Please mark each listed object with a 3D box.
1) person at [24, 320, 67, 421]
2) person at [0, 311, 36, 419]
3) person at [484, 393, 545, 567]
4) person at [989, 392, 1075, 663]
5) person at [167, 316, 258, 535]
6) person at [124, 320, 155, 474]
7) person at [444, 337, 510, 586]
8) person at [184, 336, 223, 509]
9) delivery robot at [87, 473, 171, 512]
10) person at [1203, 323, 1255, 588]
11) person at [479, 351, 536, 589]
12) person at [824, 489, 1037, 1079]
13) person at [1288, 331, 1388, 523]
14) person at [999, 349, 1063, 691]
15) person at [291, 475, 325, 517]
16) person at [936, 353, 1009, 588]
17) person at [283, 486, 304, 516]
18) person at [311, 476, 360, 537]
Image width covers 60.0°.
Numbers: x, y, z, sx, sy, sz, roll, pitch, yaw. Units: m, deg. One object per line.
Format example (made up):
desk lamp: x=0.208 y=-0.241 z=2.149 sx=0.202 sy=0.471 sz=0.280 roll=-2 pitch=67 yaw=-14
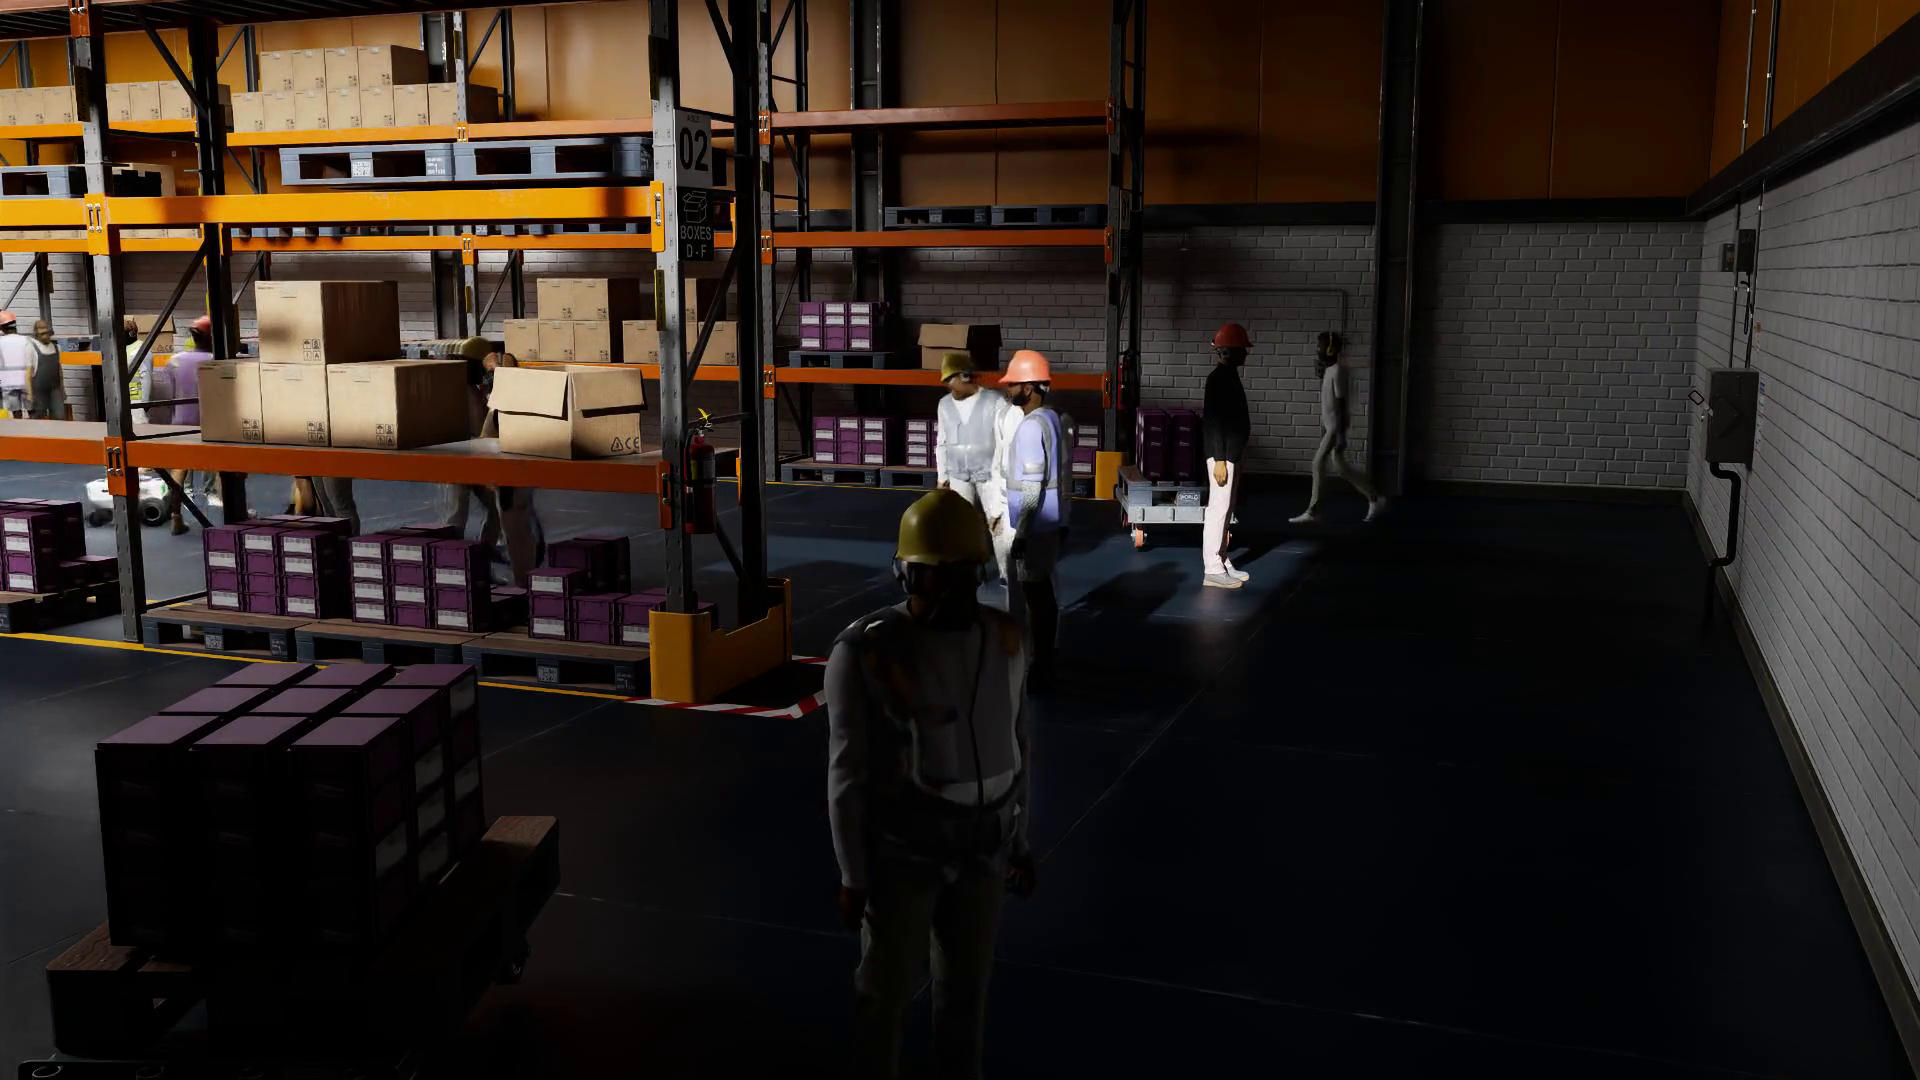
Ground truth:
person: x=-11.892 y=-1.957 z=21.540 sx=0.863 sy=1.803 sz=0.561 roll=5 pitch=10 yaw=28
person: x=-12.150 y=-2.002 z=21.470 sx=0.603 sy=1.897 sz=0.494 roll=-4 pitch=10 yaw=-26
person: x=-3.636 y=-0.639 z=13.418 sx=0.529 sy=1.743 sz=0.786 roll=-7 pitch=11 yaw=-37
person: x=0.428 y=-0.170 z=10.045 sx=0.581 sy=1.879 sz=0.351 roll=8 pitch=12 yaw=39
person: x=-6.956 y=-1.060 z=15.347 sx=0.637 sy=1.977 sz=0.869 roll=0 pitch=9 yaw=2
person: x=-9.842 y=-1.698 z=19.786 sx=0.624 sy=1.837 sz=0.428 roll=6 pitch=11 yaw=33
person: x=-3.619 y=-0.555 z=12.381 sx=0.597 sy=1.897 sz=0.615 roll=1 pitch=9 yaw=7
person: x=-7.700 y=-1.189 z=16.852 sx=0.312 sy=1.744 sz=0.487 roll=8 pitch=12 yaw=41
delivery robot: x=-7.820 y=-0.458 z=15.690 sx=0.707 sy=0.478 sz=0.477 roll=-2 pitch=9 yaw=-11
person: x=2.023 y=-0.644 z=12.635 sx=0.370 sy=1.996 sz=0.622 roll=3 pitch=10 yaw=20
person: x=-3.137 y=-0.392 z=11.578 sx=0.430 sy=1.835 sz=0.619 roll=-2 pitch=9 yaw=-12
person: x=-0.051 y=0.778 z=4.223 sx=0.591 sy=1.834 sz=0.404 roll=-6 pitch=11 yaw=-31
person: x=3.623 y=-1.057 z=15.761 sx=0.876 sy=1.841 sz=0.525 roll=1 pitch=9 yaw=8
person: x=0.398 y=-0.107 z=9.449 sx=0.360 sy=1.940 sz=0.543 roll=2 pitch=9 yaw=15
person: x=-5.685 y=-0.885 z=14.340 sx=0.354 sy=1.939 sz=0.544 roll=0 pitch=9 yaw=-1
person: x=0.187 y=-0.495 z=12.415 sx=0.785 sy=1.784 sz=0.405 roll=3 pitch=10 yaw=19
person: x=-5.806 y=-0.948 z=14.892 sx=0.502 sy=1.888 sz=0.606 roll=-5 pitch=10 yaw=-27
person: x=-4.908 y=-0.663 z=12.952 sx=0.371 sy=1.936 sz=0.627 roll=-8 pitch=12 yaw=-41
